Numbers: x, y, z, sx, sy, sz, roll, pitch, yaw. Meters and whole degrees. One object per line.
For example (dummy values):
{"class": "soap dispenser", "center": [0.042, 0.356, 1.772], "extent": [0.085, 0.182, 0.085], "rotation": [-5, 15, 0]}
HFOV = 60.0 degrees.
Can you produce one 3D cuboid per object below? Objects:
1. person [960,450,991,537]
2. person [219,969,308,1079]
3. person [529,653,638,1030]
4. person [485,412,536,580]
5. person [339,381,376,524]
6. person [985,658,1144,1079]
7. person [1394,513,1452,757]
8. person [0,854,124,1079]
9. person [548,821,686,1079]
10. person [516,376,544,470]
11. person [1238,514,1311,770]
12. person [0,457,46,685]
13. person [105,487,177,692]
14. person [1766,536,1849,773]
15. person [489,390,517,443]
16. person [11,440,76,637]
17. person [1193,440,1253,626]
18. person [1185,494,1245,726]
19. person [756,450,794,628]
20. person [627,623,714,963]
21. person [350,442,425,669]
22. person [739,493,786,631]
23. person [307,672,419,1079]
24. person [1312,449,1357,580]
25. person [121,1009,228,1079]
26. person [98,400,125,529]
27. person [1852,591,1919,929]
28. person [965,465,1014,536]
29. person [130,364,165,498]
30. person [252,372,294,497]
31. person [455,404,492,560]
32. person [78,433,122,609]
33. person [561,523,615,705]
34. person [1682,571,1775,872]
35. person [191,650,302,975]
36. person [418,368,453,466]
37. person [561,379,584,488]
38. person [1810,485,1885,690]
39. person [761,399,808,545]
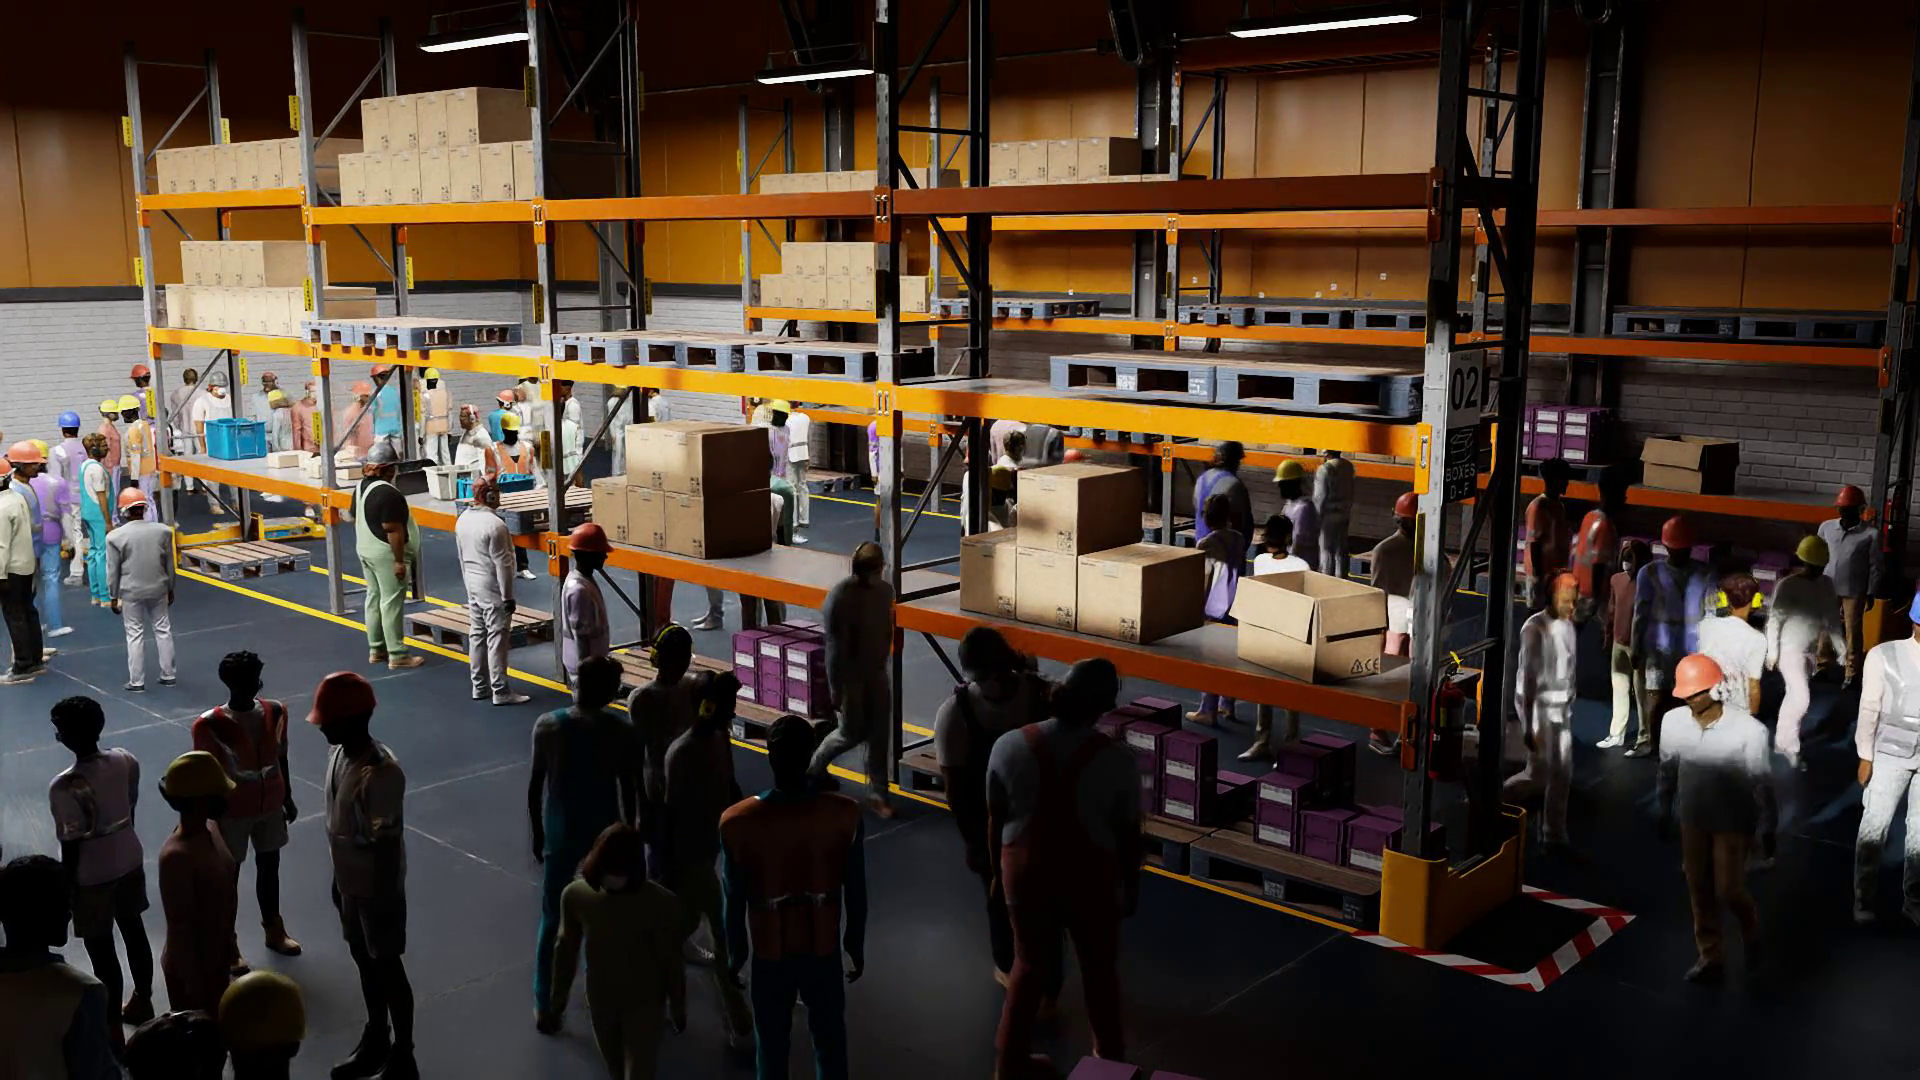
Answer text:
{"class": "person", "center": [0.186, -0.160, 17.411], "extent": [0.327, 1.750, 0.561], "rotation": [-9, 13, -40]}
{"class": "person", "center": [-1.778, 2.066, 4.388], "extent": [0.590, 1.910, 0.441], "rotation": [-9, 13, -42]}
{"class": "person", "center": [-1.837, 1.452, 8.167], "extent": [0.534, 1.802, 0.577], "rotation": [-1, 10, -7]}
{"class": "person", "center": [-5.034, -0.481, 18.734], "extent": [0.595, 1.923, 0.381], "rotation": [-9, 13, -40]}
{"class": "person", "center": [-8.081, -1.153, 22.387], "extent": [0.507, 1.974, 0.638], "rotation": [2, 10, 10]}
{"class": "person", "center": [0.475, 1.464, 7.415], "extent": [0.697, 2.000, 0.541], "rotation": [2, 10, 12]}
{"class": "person", "center": [3.435, 0.693, 12.236], "extent": [0.339, 1.880, 0.579], "rotation": [1, 10, 6]}
{"class": "person", "center": [-2.861, 1.917, 5.198], "extent": [0.598, 1.917, 0.375], "rotation": [3, 10, 15]}
{"class": "person", "center": [-1.351, 1.842, 6.579], "extent": [0.557, 1.582, 0.803], "rotation": [3, 10, 15]}
{"class": "person", "center": [-7.261, -2.020, 27.997], "extent": [0.490, 1.731, 0.321], "rotation": [3, 10, 17]}
{"class": "person", "center": [2.298, 0.731, 12.055], "extent": [0.309, 1.864, 0.535], "rotation": [-10, 14, -43]}
{"class": "person", "center": [-8.236, 0.256, 14.407], "extent": [0.407, 1.986, 0.617], "rotation": [-2, 10, -13]}
{"class": "person", "center": [-6.972, 0.417, 14.166], "extent": [0.349, 1.745, 0.565], "rotation": [9, 14, 42]}
{"class": "person", "center": [6.115, 0.808, 12.017], "extent": [0.638, 1.730, 0.557], "rotation": [-5, 11, -26]}
{"class": "person", "center": [-6.476, -1.274, 23.751], "extent": [0.575, 1.739, 0.350], "rotation": [9, 13, 41]}
{"class": "person", "center": [-8.943, -0.014, 16.226], "extent": [0.616, 1.893, 0.678], "rotation": [-2, 10, -13]}
{"class": "person", "center": [2.477, 0.023, 15.559], "extent": [0.536, 2.000, 0.727], "rotation": [-5, 11, -28]}
{"class": "person", "center": [2.019, 0.546, 13.156], "extent": [0.508, 1.846, 0.345], "rotation": [-9, 13, -42]}
{"class": "person", "center": [-1.836, 0.092, 15.460], "extent": [0.631, 1.940, 0.372], "rotation": [4, 11, 24]}
{"class": "person", "center": [-1.486, 1.342, 8.609], "extent": [0.328, 1.865, 0.521], "rotation": [6, 11, 29]}
{"class": "person", "center": [-5.139, 0.125, 14.984], "extent": [0.536, 2.000, 0.681], "rotation": [-10, 14, -44]}
{"class": "person", "center": [-1.839, 0.215, 15.023], "extent": [0.563, 1.847, 0.389], "rotation": [-5, 11, -27]}
{"class": "person", "center": [-2.669, 1.521, 7.419], "extent": [0.388, 1.928, 0.545], "rotation": [-10, 14, -43]}
{"class": "person", "center": [3.945, -0.243, 17.685], "extent": [0.592, 1.822, 0.404], "rotation": [-8, 13, -40]}
{"class": "person", "center": [-1.992, 2.104, 4.359], "extent": [0.619, 1.845, 0.430], "rotation": [7, 12, 33]}
{"class": "person", "center": [-11.231, -0.985, 22.068], "extent": [0.330, 1.760, 0.518], "rotation": [-3, 10, -16]}
{"class": "person", "center": [5.268, 1.200, 9.181], "extent": [0.605, 1.944, 0.402], "rotation": [2, 10, 9]}
{"class": "person", "center": [0.313, 0.288, 14.442], "extent": [0.588, 1.912, 0.395], "rotation": [-9, 13, -42]}
{"class": "person", "center": [-12.071, -1.589, 24.720], "extent": [0.417, 2.034, 0.604], "rotation": [2, 10, 12]}
{"class": "person", "center": [-10.360, -1.588, 25.083], "extent": [0.643, 1.900, 0.401], "rotation": [1, 10, 5]}
{"class": "person", "center": [-5.811, -0.666, 19.839], "extent": [0.407, 1.906, 0.655], "rotation": [-7, 12, -34]}
{"class": "person", "center": [-8.985, -0.203, 17.394], "extent": [0.504, 1.847, 0.345], "rotation": [10, 14, 44]}
{"class": "person", "center": [-2.521, 0.831, 11.333], "extent": [0.390, 1.926, 0.542], "rotation": [-2, 10, -9]}
{"class": "person", "center": [4.652, 1.098, 10.040], "extent": [0.646, 1.839, 0.520], "rotation": [-6, 12, -30]}
{"class": "person", "center": [-3.737, 1.404, 8.732], "extent": [0.319, 1.695, 0.532], "rotation": [7, 12, 36]}
{"class": "person", "center": [-8.031, -1.667, 25.438], "extent": [0.368, 1.927, 0.589], "rotation": [8, 13, 37]}
{"class": "person", "center": [-5.568, -1.388, 23.792], "extent": [0.374, 1.960, 0.607], "rotation": [-4, 11, -20]}
{"class": "person", "center": [7.570, 0.397, 14.257], "extent": [0.329, 1.751, 0.570], "rotation": [-8, 13, -39]}
{"class": "person", "center": [-2.389, -0.878, 21.193], "extent": [1.034, 1.855, 0.607], "rotation": [9, 14, 42]}
